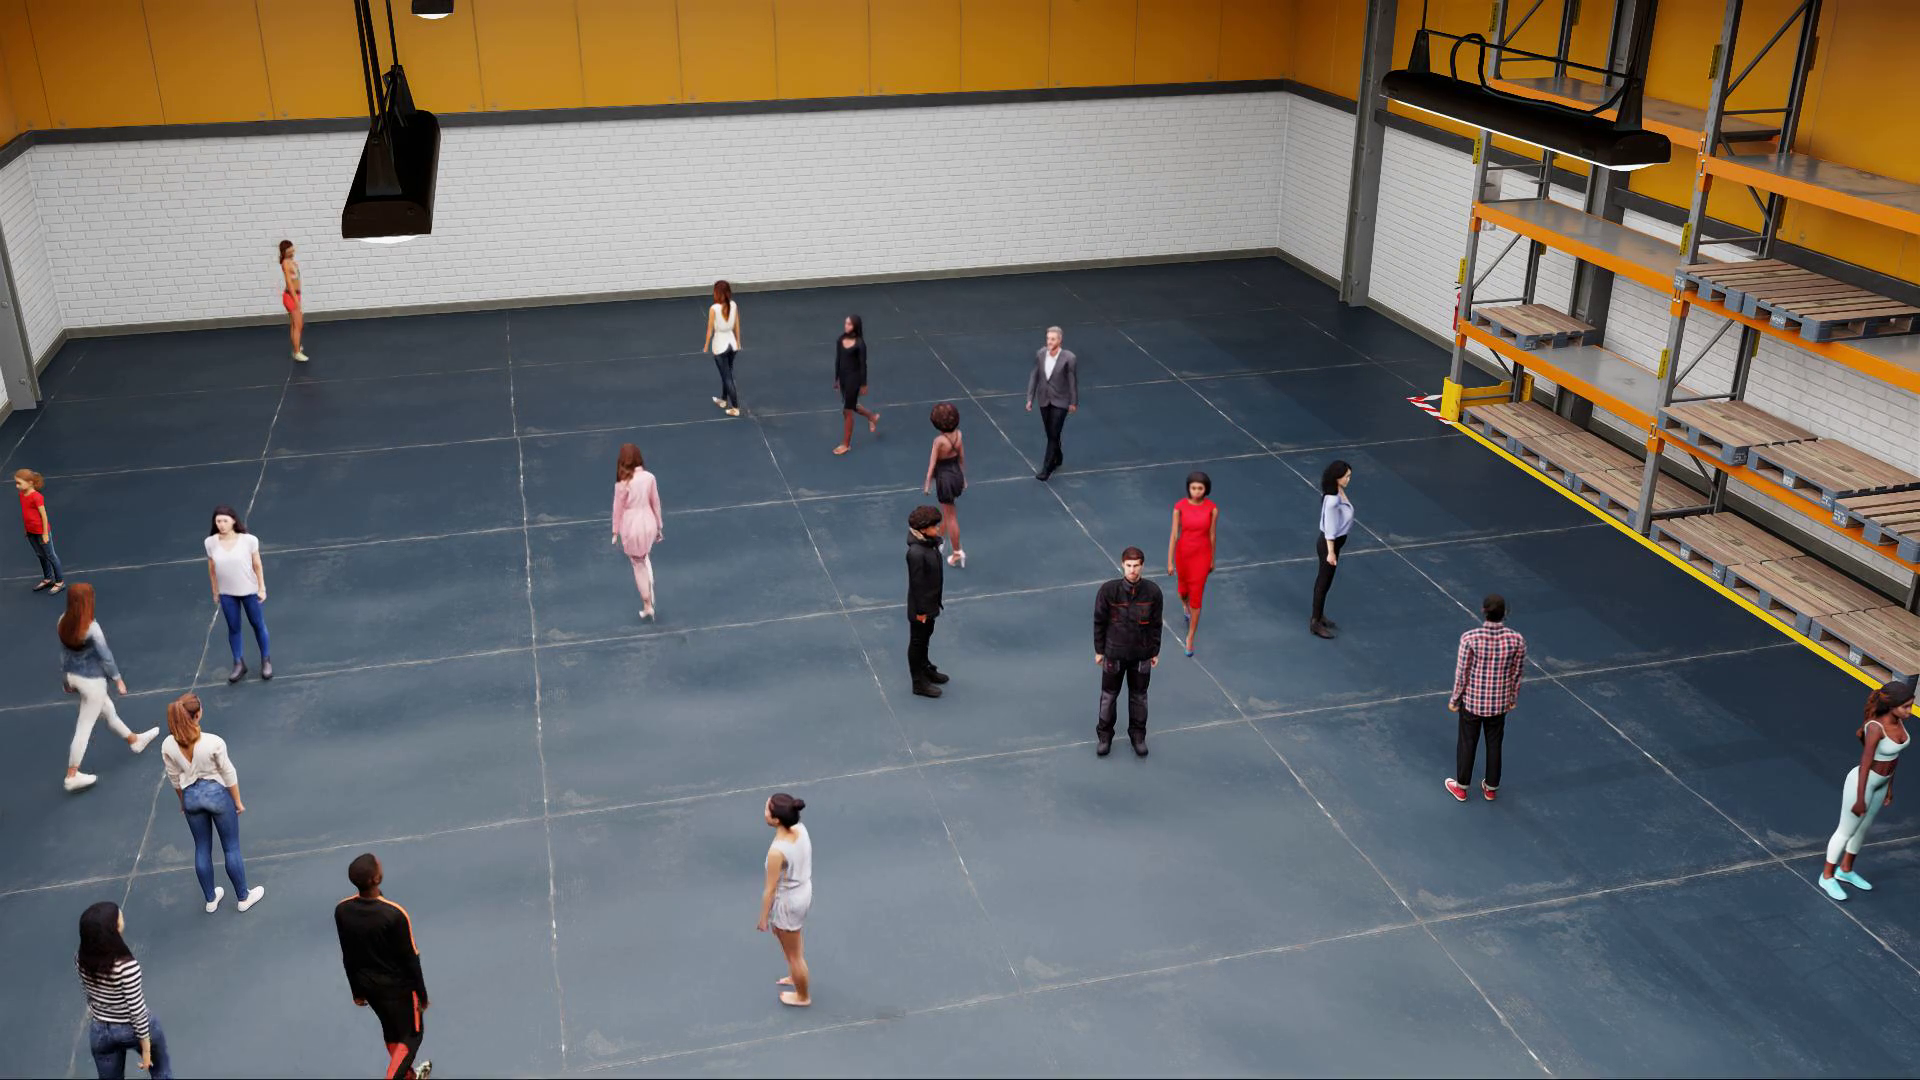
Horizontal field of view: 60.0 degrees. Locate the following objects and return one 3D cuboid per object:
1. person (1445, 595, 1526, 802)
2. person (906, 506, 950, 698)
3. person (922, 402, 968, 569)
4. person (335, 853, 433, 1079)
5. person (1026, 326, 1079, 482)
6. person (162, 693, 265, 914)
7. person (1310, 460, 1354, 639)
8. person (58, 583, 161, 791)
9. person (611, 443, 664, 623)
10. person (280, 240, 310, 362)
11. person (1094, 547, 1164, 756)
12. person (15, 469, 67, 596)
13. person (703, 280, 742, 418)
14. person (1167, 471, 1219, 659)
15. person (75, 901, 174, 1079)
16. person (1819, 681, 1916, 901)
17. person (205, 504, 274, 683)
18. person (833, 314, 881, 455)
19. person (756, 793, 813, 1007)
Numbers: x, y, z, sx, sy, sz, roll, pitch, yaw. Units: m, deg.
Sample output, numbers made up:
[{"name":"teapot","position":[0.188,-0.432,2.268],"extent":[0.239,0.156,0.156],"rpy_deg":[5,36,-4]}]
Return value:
[{"name":"person","position":[4.107,1.237,13.008],"extent":[0.752,1.760,0.692],"rpy_deg":[0,24,0]},{"name":"person","position":[-0.317,0.513,14.648],"extent":[0.781,1.772,0.677],"rpy_deg":[5,24,12]},{"name":"person","position":[-0.051,-0.529,17.036],"extent":[0.920,1.769,0.822],"rpy_deg":[19,30,37]},{"name":"person","position":[-3.385,2.657,9.718],"extent":[0.923,1.792,1.112],"rpy_deg":[5,24,10]},{"name":"person","position":[1.136,-1.650,19.550],"extent":[1.160,1.809,1.197],"rpy_deg":[15,28,31]},{"name":"person","position":[-5.274,1.845,11.666],"extent":[0.660,1.720,0.618],"rpy_deg":[0,24,0]},{"name":"person","position":[3.488,0.064,15.707],"extent":[0.796,1.747,0.683],"rpy_deg":[7,24,15]},{"name":"person","position":[-7.010,1.193,13.237],"extent":[1.138,1.657,1.187],"rpy_deg":[13,27,27]},{"name":"person","position":[-3.031,-0.031,15.871],"extent":[0.729,1.791,0.762],"rpy_deg":[-19,30,-37]},{"name":"person","position":[-9.517,-3.421,23.675],"extent":[0.833,1.751,0.522],"rpy_deg":[-10,25,-21]},{"name":"person","position":[1.377,0.907,13.666],"extent":[0.770,1.838,0.664],"rpy_deg":[0,24,-1]},{"name":"person","position":[-9.213,-0.103,16.636],"extent":[0.579,1.310,0.637],"rpy_deg":[13,27,27]},{"name":"person","position":[-2.981,-2.445,21.424],"extent":[0.985,1.767,0.860],"rpy_deg":[20,31,38]},{"name":"person","position":[2.169,0.167,15.523],"extent":[0.884,1.706,1.173],"rpy_deg":[4,24,8]},{"name":"person","position":[-4.745,2.859,9.304],"extent":[0.906,1.755,1.191],"rpy_deg":[4,24,10]},{"name":"person","position":[6.475,1.763,11.849],"extent":[0.616,1.724,0.617],"rpy_deg":[-15,28,-30]},{"name":"person","position":[-6.429,0.470,14.856],"extent":[0.616,1.684,0.540],"rpy_deg":[-4,24,-10]},{"name":"person","position":[-1.276,-1.937,20.348],"extent":[1.099,1.696,1.036],"rpy_deg":[20,31,38]},{"name":"person","position":[-1.024,2.336,10.694],"extent":[0.756,1.599,0.676],"rpy_deg":[9,25,19]}]
